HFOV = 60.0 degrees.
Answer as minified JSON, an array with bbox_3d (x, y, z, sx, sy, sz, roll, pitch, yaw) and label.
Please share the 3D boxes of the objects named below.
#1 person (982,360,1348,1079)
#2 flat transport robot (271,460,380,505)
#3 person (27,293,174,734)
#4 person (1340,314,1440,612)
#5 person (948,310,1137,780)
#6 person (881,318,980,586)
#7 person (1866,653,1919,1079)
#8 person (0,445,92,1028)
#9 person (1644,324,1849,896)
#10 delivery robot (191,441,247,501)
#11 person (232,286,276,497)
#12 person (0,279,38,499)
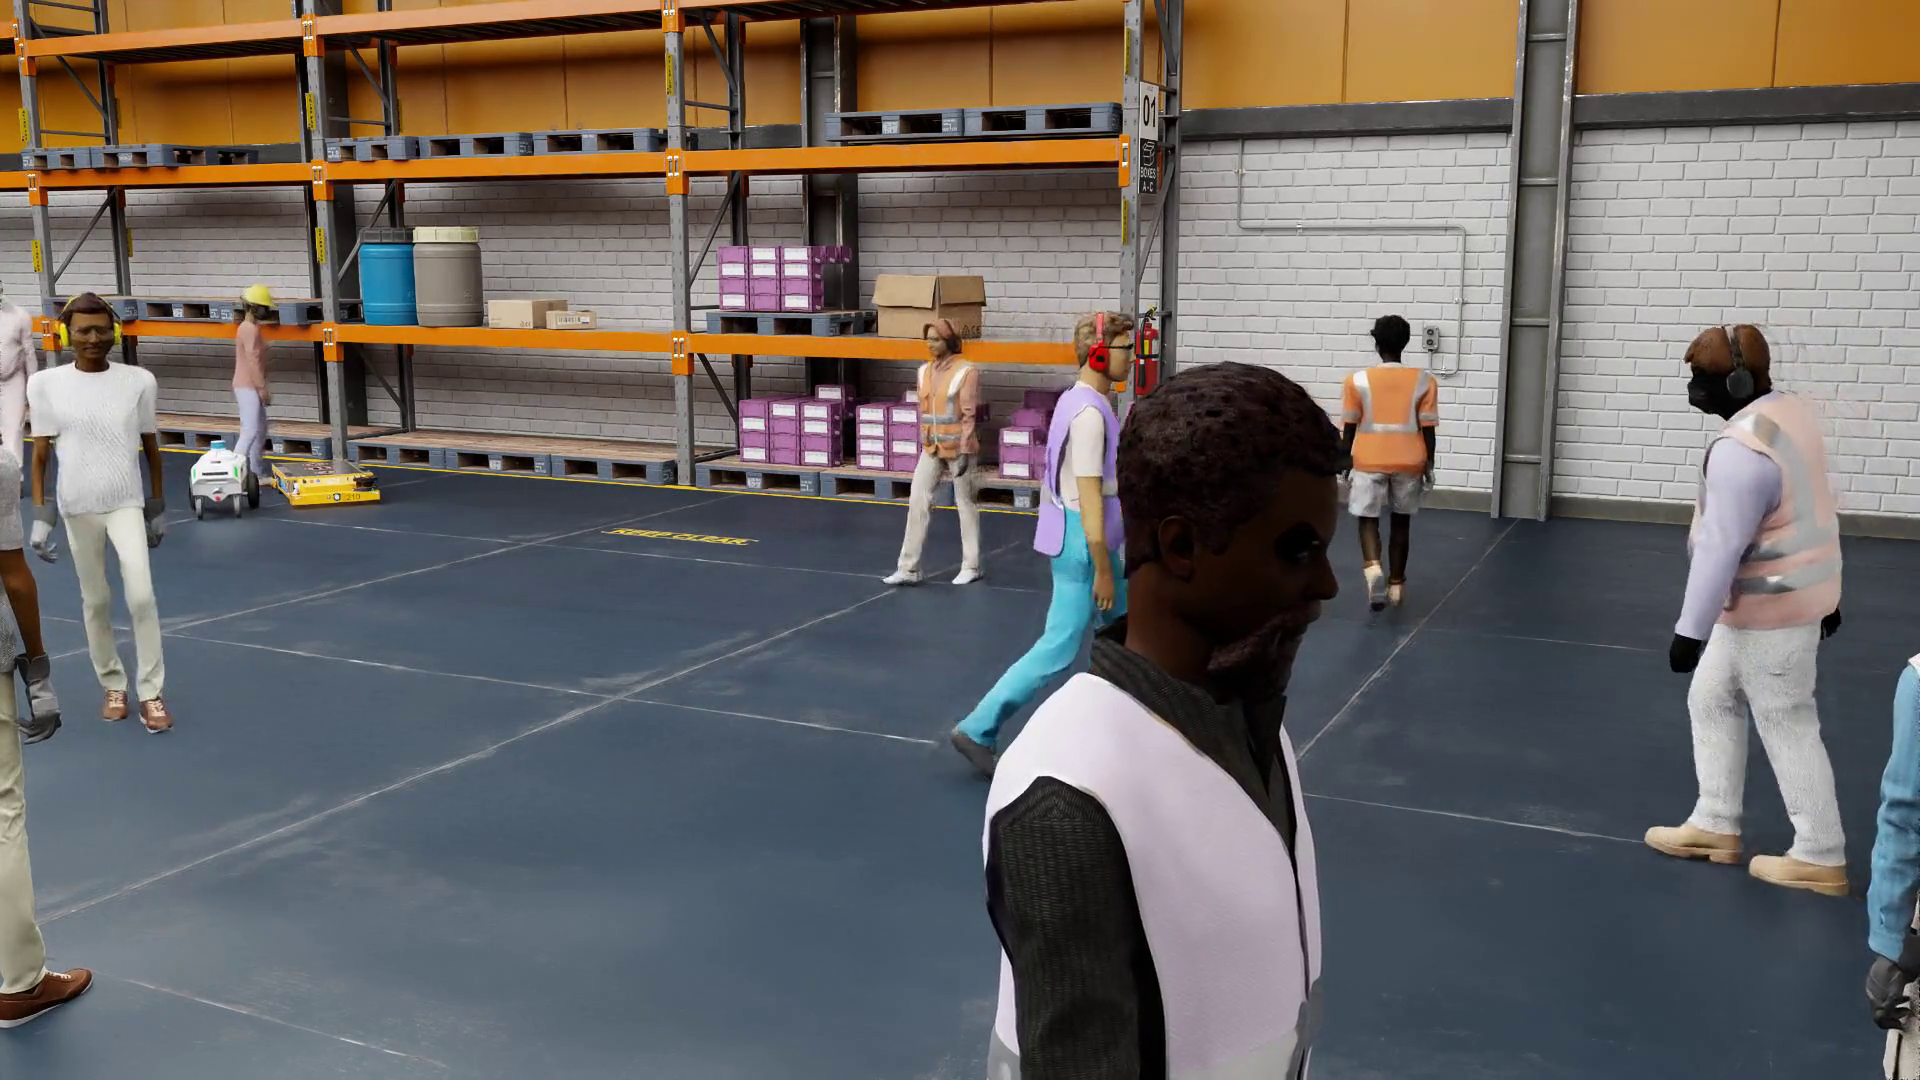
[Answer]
[{"bbox_3d":[0.206,0.769,1.773,0.392,1.915,0.587,4,11,21],"label":"person"},{"bbox_3d":[-5.235,-0.488,13.670,0.652,0.197,1.431,-5,11,-28],"label":"flat transport robot"},{"bbox_3d":[-3.601,-0.098,6.961,0.529,1.841,0.777,-5,11,-28],"label":"person"},{"bbox_3d":[2.386,-0.416,9.242,0.538,1.669,0.680,1,10,8],"label":"person"},{"bbox_3d":[0.433,0.032,6.296,0.939,1.804,0.576,1,10,5],"label":"person"},{"bbox_3d":[-0.133,-0.496,9.878,0.530,1.609,0.760,8,13,40],"label":"person"},{"bbox_3d":[1.800,0.727,2.795,0.521,1.639,0.311,2,10,13],"label":"person"},{"bbox_3d":[-2.613,0.347,4.318,0.535,1.869,0.312,0,10,0],"label":"person"},{"bbox_3d":[2.510,0.223,5.260,0.732,1.788,0.648,7,12,34],"label":"person"},{"bbox_3d":[-5.668,-0.517,12.736,0.477,0.478,0.707,-4,10,-18],"label":"delivery robot"},{"bbox_3d":[-5.936,-1.247,13.909,0.498,1.718,0.736,-5,11,-26],"label":"person"},{"bbox_3d":[-7.932,-1.287,13.656,0.652,1.882,0.816,-5,11,-28],"label":"person"}]
